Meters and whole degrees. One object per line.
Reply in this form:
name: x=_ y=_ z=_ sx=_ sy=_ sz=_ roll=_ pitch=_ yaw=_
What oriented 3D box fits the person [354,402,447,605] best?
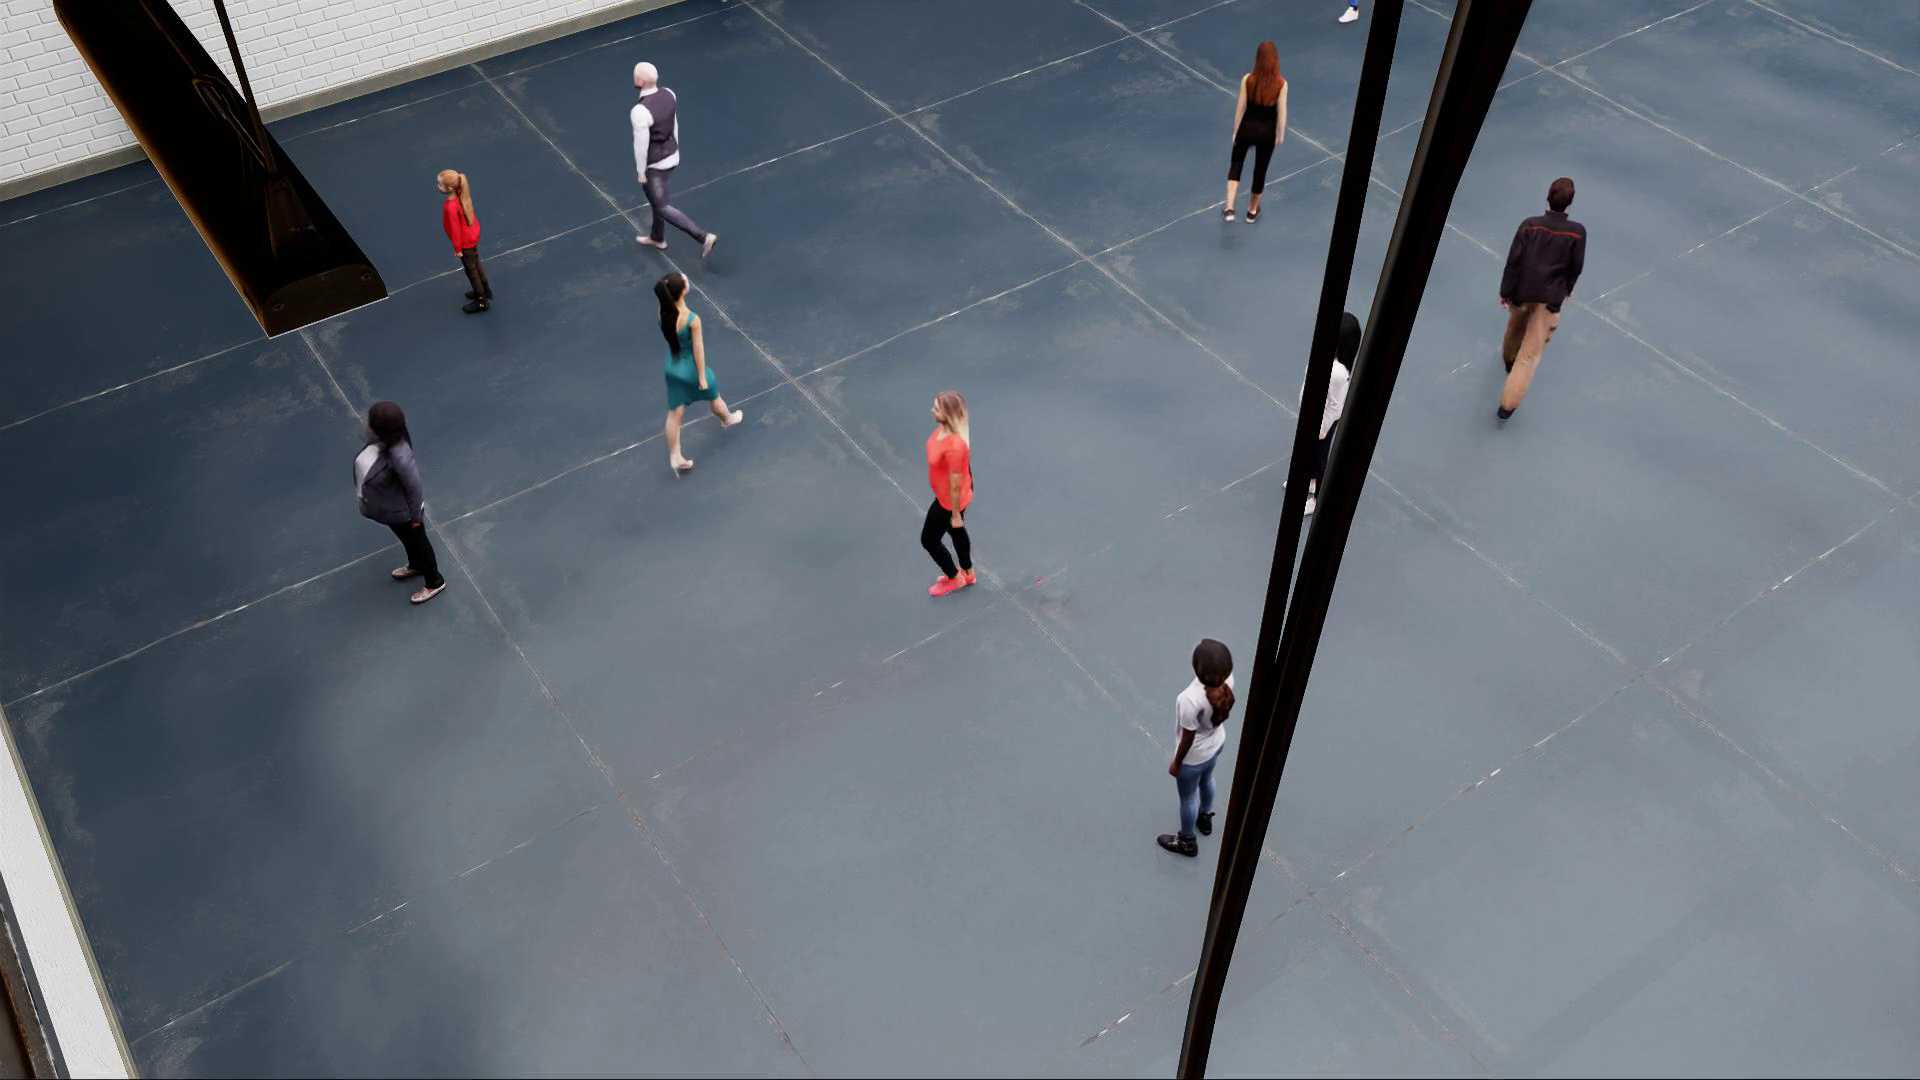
person: x=-3.739 y=-0.271 z=11.099 sx=0.633 sy=1.593 sz=0.645 roll=-26 pitch=49 yaw=-24

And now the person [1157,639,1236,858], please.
person: x=1.366 y=1.180 z=9.485 sx=0.697 sy=1.719 sz=0.549 roll=30 pitch=51 yaw=27

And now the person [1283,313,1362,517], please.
person: x=2.563 y=-0.896 z=11.678 sx=0.735 sy=1.700 sz=0.710 roll=0 pitch=44 yaw=0

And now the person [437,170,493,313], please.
person: x=-4.059 y=-2.472 z=13.635 sx=0.616 sy=1.282 sz=0.570 roll=0 pitch=44 yaw=0

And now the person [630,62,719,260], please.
person: x=-2.459 y=-3.120 z=13.944 sx=1.135 sy=1.794 sz=1.182 roll=16 pitch=46 yaw=16

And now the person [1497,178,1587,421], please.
person: x=4.305 y=-1.765 z=12.461 sx=1.099 sy=1.879 sz=1.339 roll=17 pitch=46 yaw=17

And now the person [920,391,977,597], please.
person: x=0.035 y=-0.291 z=11.059 sx=0.776 sy=1.678 sz=0.744 roll=-3 pitch=44 yaw=-3

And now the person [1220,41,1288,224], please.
person: x=2.548 y=-3.477 z=14.372 sx=0.765 sy=1.721 sz=0.828 roll=15 pitch=46 yaw=15

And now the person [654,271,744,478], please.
person: x=-2.029 y=-1.163 z=11.998 sx=0.849 sy=1.645 sz=1.093 roll=23 pitch=48 yaw=22
